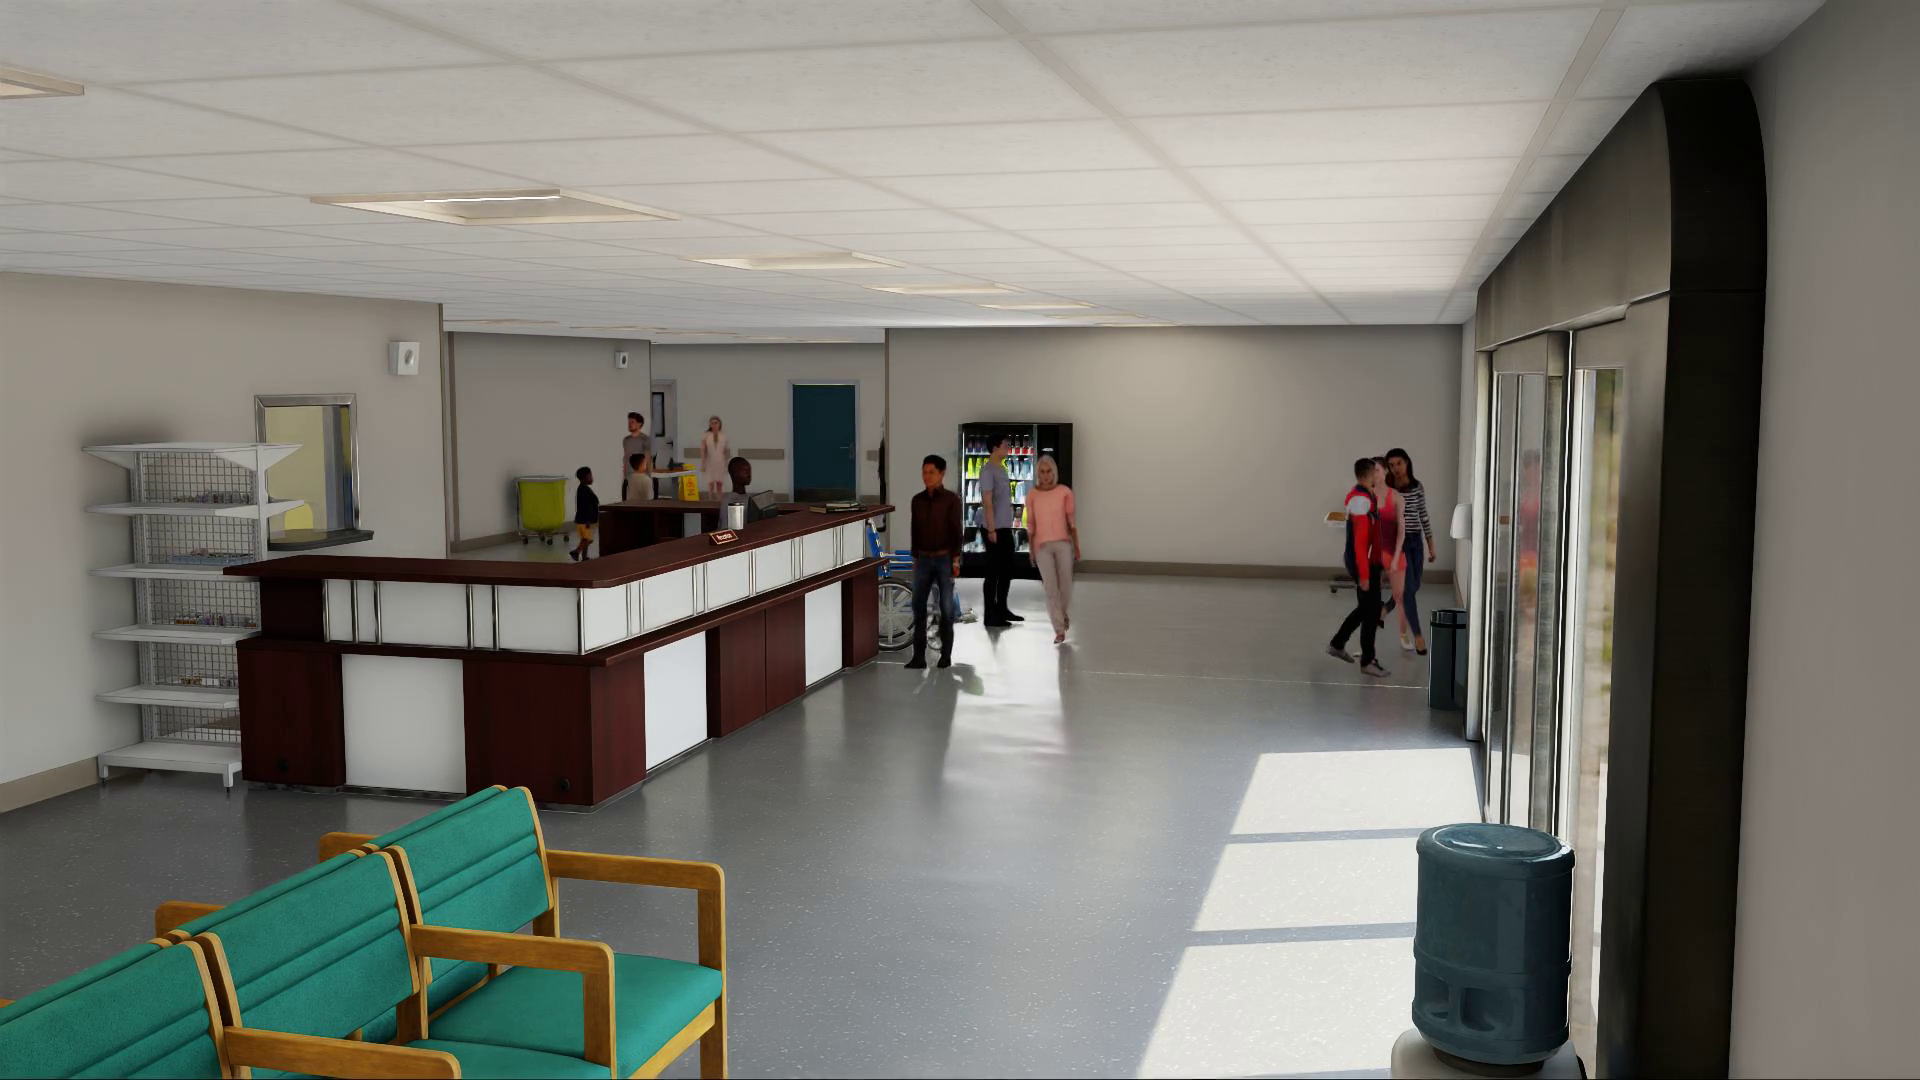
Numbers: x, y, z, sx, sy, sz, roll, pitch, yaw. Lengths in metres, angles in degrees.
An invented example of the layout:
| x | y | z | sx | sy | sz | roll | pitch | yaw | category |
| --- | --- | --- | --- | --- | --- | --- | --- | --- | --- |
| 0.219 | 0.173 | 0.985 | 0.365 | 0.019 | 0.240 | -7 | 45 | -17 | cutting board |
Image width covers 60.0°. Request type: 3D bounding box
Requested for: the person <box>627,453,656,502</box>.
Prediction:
| x | y | z | sx | sy | sz | roll | pitch | yaw | category |
| --- | --- | --- | --- | --- | --- | --- | --- | --- | --- |
| -3.949 | -0.316 | 20.198 | 0.654 | 1.452 | 0.722 | 5 | 8 | 42 | person |

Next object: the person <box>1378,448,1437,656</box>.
| x | y | z | sx | sy | sz | roll | pitch | yaw | category |
| --- | --- | --- | --- | --- | --- | --- | --- | --- | --- |
| 3.804 | 0.108 | 14.391 | 1.092 | 1.755 | 1.027 | -2 | 6 | -17 | person |

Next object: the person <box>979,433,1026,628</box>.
| x | y | z | sx | sy | sz | roll | pitch | yaw | category |
| --- | --- | --- | --- | --- | --- | --- | --- | --- | --- |
| 0.320 | -0.102 | 16.027 | 0.628 | 1.862 | 0.698 | 2 | 6 | 23 | person |

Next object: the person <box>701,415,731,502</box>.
| x | y | z | sx | sy | sz | roll | pitch | yaw | category |
| --- | --- | --- | --- | --- | --- | --- | --- | --- | --- |
| -4.092 | -1.215 | 27.796 | 0.792 | 1.720 | 0.850 | -2 | 6 | -19 | person |

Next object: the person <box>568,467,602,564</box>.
| x | y | z | sx | sy | sz | roll | pitch | yaw | category |
| --- | --- | --- | --- | --- | --- | --- | --- | --- | --- |
| -4.736 | -0.278 | 20.761 | 0.755 | 1.265 | 0.712 | -5 | 7 | -39 | person |

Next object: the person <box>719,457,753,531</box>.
| x | y | z | sx | sy | sz | roll | pitch | yaw | category |
| --- | --- | --- | --- | --- | --- | --- | --- | --- | --- |
| -1.762 | 0.219 | 13.285 | 0.546 | 1.771 | 0.637 | 2 | 6 | 21 | person |

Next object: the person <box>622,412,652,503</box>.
| x | y | z | sx | sy | sz | roll | pitch | yaw | category |
| --- | --- | --- | --- | --- | --- | --- | --- | --- | --- |
| -4.454 | -0.831 | 23.188 | 0.877 | 1.879 | 0.801 | 3 | 6 | 25 | person |

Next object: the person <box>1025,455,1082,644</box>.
| x | y | z | sx | sy | sz | roll | pitch | yaw | category |
| --- | --- | --- | --- | --- | --- | --- | --- | --- | --- |
| 0.847 | 0.079 | 15.065 | 0.763 | 1.695 | 0.779 | 0 | 6 | 4 | person |

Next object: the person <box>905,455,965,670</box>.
| x | y | z | sx | sy | sz | roll | pitch | yaw | category |
| --- | --- | --- | --- | --- | --- | --- | --- | --- | --- |
| -0.146 | 0.192 | 13.636 | 0.799 | 1.755 | 0.779 | 2 | 6 | 21 | person |

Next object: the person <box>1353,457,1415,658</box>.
| x | y | z | sx | sy | sz | roll | pitch | yaw | category |
| --- | --- | --- | --- | --- | --- | --- | --- | --- | --- |
| 3.651 | 0.168 | 14.189 | 1.064 | 1.693 | 0.821 | 2 | 6 | 23 | person |

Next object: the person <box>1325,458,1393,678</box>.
| x | y | z | sx | sy | sz | roll | pitch | yaw | category |
| --- | --- | --- | --- | --- | --- | --- | --- | --- | --- |
| 3.251 | 0.215 | 13.530 | 0.851 | 1.730 | 0.734 | 4 | 7 | 32 | person |
